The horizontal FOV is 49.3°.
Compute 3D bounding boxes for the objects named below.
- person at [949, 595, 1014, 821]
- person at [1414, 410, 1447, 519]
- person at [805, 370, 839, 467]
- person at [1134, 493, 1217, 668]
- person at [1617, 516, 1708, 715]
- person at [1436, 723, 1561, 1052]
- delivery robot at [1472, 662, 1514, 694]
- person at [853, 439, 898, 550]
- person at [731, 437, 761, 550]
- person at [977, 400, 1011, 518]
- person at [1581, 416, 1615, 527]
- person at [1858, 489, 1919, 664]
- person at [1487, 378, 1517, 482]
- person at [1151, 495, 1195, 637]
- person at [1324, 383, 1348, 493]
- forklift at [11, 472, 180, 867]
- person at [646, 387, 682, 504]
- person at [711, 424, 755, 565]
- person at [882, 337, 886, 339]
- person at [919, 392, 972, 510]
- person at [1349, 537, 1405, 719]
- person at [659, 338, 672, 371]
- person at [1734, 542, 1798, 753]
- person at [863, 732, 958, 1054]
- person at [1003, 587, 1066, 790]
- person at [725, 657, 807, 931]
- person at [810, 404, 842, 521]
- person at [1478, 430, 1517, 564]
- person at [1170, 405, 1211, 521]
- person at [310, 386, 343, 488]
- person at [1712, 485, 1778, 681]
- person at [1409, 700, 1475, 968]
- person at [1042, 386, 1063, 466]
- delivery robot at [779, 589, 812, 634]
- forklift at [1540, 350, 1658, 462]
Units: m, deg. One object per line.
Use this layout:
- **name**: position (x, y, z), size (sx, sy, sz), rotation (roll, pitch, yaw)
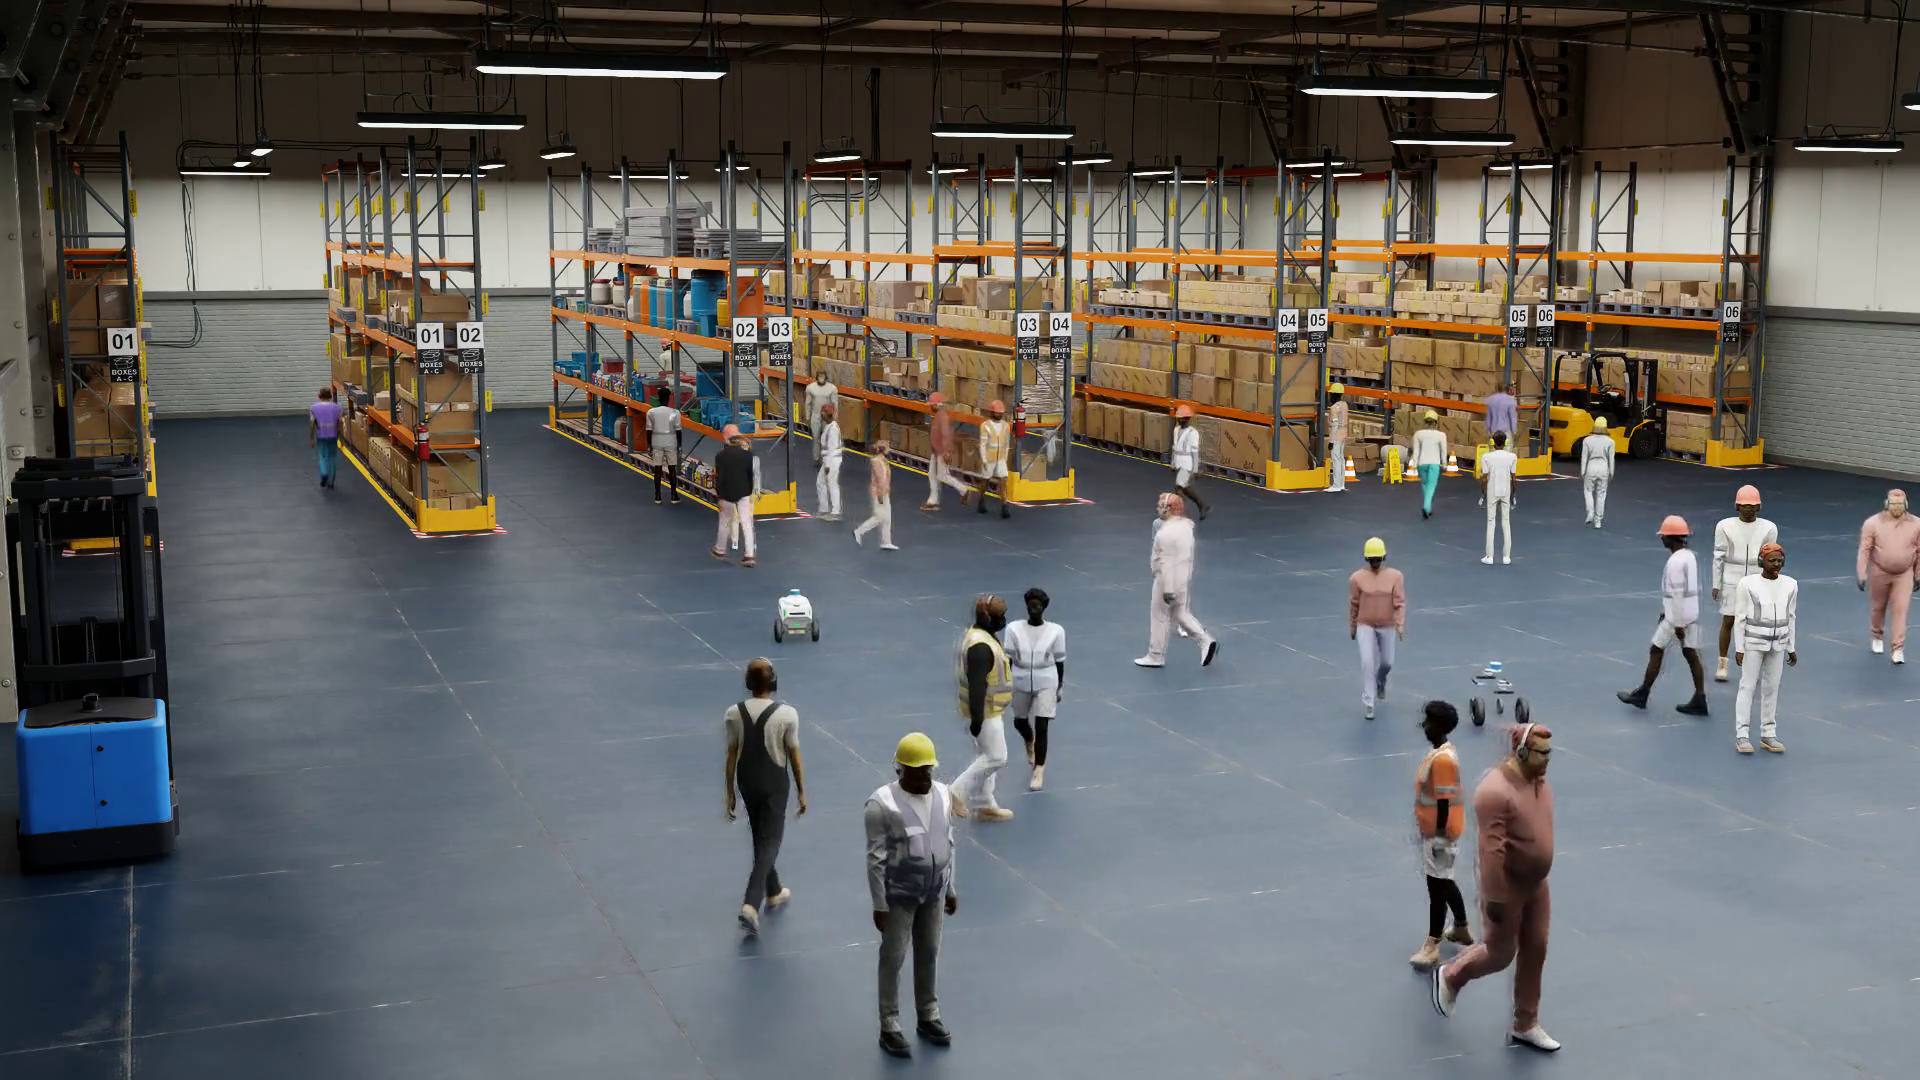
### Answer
- **person**: position (0.170, 1.327, 16.408), size (0.502, 1.826, 0.642), rotation (0, 9, 0)
- **person**: position (7.541, -1.223, 33.676), size (0.530, 1.740, 0.811), rotation (5, 10, 29)
- **person**: position (-2.687, -2.355, 40.651), size (0.661, 1.901, 0.929), rotation (0, 9, -1)
- **person**: position (2.279, 0.433, 22.156), size (0.803, 1.884, 0.652), rotation (5, 10, 31)
- **person**: position (6.840, 0.712, 20.230), size (0.927, 1.896, 0.562), rotation (7, 11, 39)
- **person**: position (3.132, 1.953, 12.017), size (0.650, 1.879, 0.688), rotation (-7, 11, -39)
- **delivery robot**: position (5.085, 1.278, 19.885), size (0.335, 0.223, 0.698), rotation (0, 8, 0)
- **person**: position (-1.208, -0.659, 30.268), size (0.557, 1.619, 0.520), rotation (2, 9, 15)
- **person**: position (-3.133, -0.682, 30.401), size (0.497, 1.634, 0.279), rotation (-3, 9, -21)
- **person**: position (0.553, -1.335, 33.939), size (0.542, 1.897, 1.024), rotation (-3, 9, -19)
- **person**: position (9.945, -1.067, 32.652), size (0.507, 1.726, 0.464), rotation (2, 9, 15)
- **person**: position (10.081, 0.368, 22.688), size (0.661, 1.854, 1.017), rotation (3, 9, 17)
- **person**: position (9.807, -1.975, 38.069), size (0.692, 1.922, 0.641), rotation (-5, 10, -31)
- **person**: position (2.433, 0.289, 23.919), size (0.501, 1.636, 0.280), rotation (0, 9, 0)
- **person**: position (6.641, -1.807, 36.921), size (0.352, 1.930, 0.594), rotation (5, 10, 29)
- **forklift**: position (-6.630, 0.886, 15.957), size (1.129, 2.768, 1.873), rotation (-3, 9, -21)
- **person**: position (-4.998, -1.601, 35.426), size (0.610, 1.964, 0.365), rotation (1, 9, 4)
- **person**: position (-3.147, -0.637, 29.096), size (0.637, 1.940, 1.049), rotation (-6, 10, -34)
- **person**: position (-1.809, -3.796, 49.809), size (0.615, 2.040, 0.391), rotation (-5, 10, -30)
- **person**: position (-0.247, -1.471, 34.588), size (0.782, 1.965, 0.620), rotation (-2, 9, -14)
- **person**: position (3.990, 0.805, 20.122), size (0.523, 1.736, 0.659), rotation (1, 9, 6)
- **person**: position (-7.067, -3.896, 50.671), size (0.406, 1.987, 0.615), rotation (6, 10, 33)
- **person**: position (7.176, 0.956, 18.661), size (0.572, 1.883, 0.356), rotation (-1, 9, -8)
- **person**: position (-0.264, 1.988, 11.944), size (0.599, 1.830, 0.404), rotation (-6, 10, -35)
- **person**: position (0.634, 1.205, 17.666), size (0.538, 1.679, 0.703), rotation (2, 9, 11)
- **person**: position (-1.331, 1.685, 14.060), size (0.523, 1.817, 0.920), rotation (3, 9, 17)
- **person**: position (-2.165, -1.231, 33.248), size (0.598, 1.872, 0.615), rotation (-2, 9, -12)
- **person**: position (7.465, -0.597, 29.079), size (0.519, 1.865, 0.328), rotation (0, 9, 3)
- **person**: position (3.572, -1.178, 32.810), size (0.869, 1.916, 0.550), rotation (-4, 9, -26)
- **person**: position (-11.307, -1.831, 37.421), size (0.570, 1.826, 0.447), rotation (-3, 9, -21)
- **person**: position (8.061, 0.445, 21.532), size (0.614, 2.040, 0.390), rotation (2, 9, 14)
- **person**: position (3.107, 1.856, 13.379), size (0.419, 1.662, 0.647), rotation (1, 9, 8)
- **person**: position (1.725, -2.371, 41.049), size (0.632, 1.829, 0.541), rotation (-7, 11, -38)
- **delivery robot**: position (-1.879, 0.807, 23.888), size (0.477, 0.478, 0.707), rotation (-1, 9, -8)
- **forklift**: position (12.897, -2.725, 42.309), size (2.313, 2.155, 1.214), rotation (-3, 9, -21)
